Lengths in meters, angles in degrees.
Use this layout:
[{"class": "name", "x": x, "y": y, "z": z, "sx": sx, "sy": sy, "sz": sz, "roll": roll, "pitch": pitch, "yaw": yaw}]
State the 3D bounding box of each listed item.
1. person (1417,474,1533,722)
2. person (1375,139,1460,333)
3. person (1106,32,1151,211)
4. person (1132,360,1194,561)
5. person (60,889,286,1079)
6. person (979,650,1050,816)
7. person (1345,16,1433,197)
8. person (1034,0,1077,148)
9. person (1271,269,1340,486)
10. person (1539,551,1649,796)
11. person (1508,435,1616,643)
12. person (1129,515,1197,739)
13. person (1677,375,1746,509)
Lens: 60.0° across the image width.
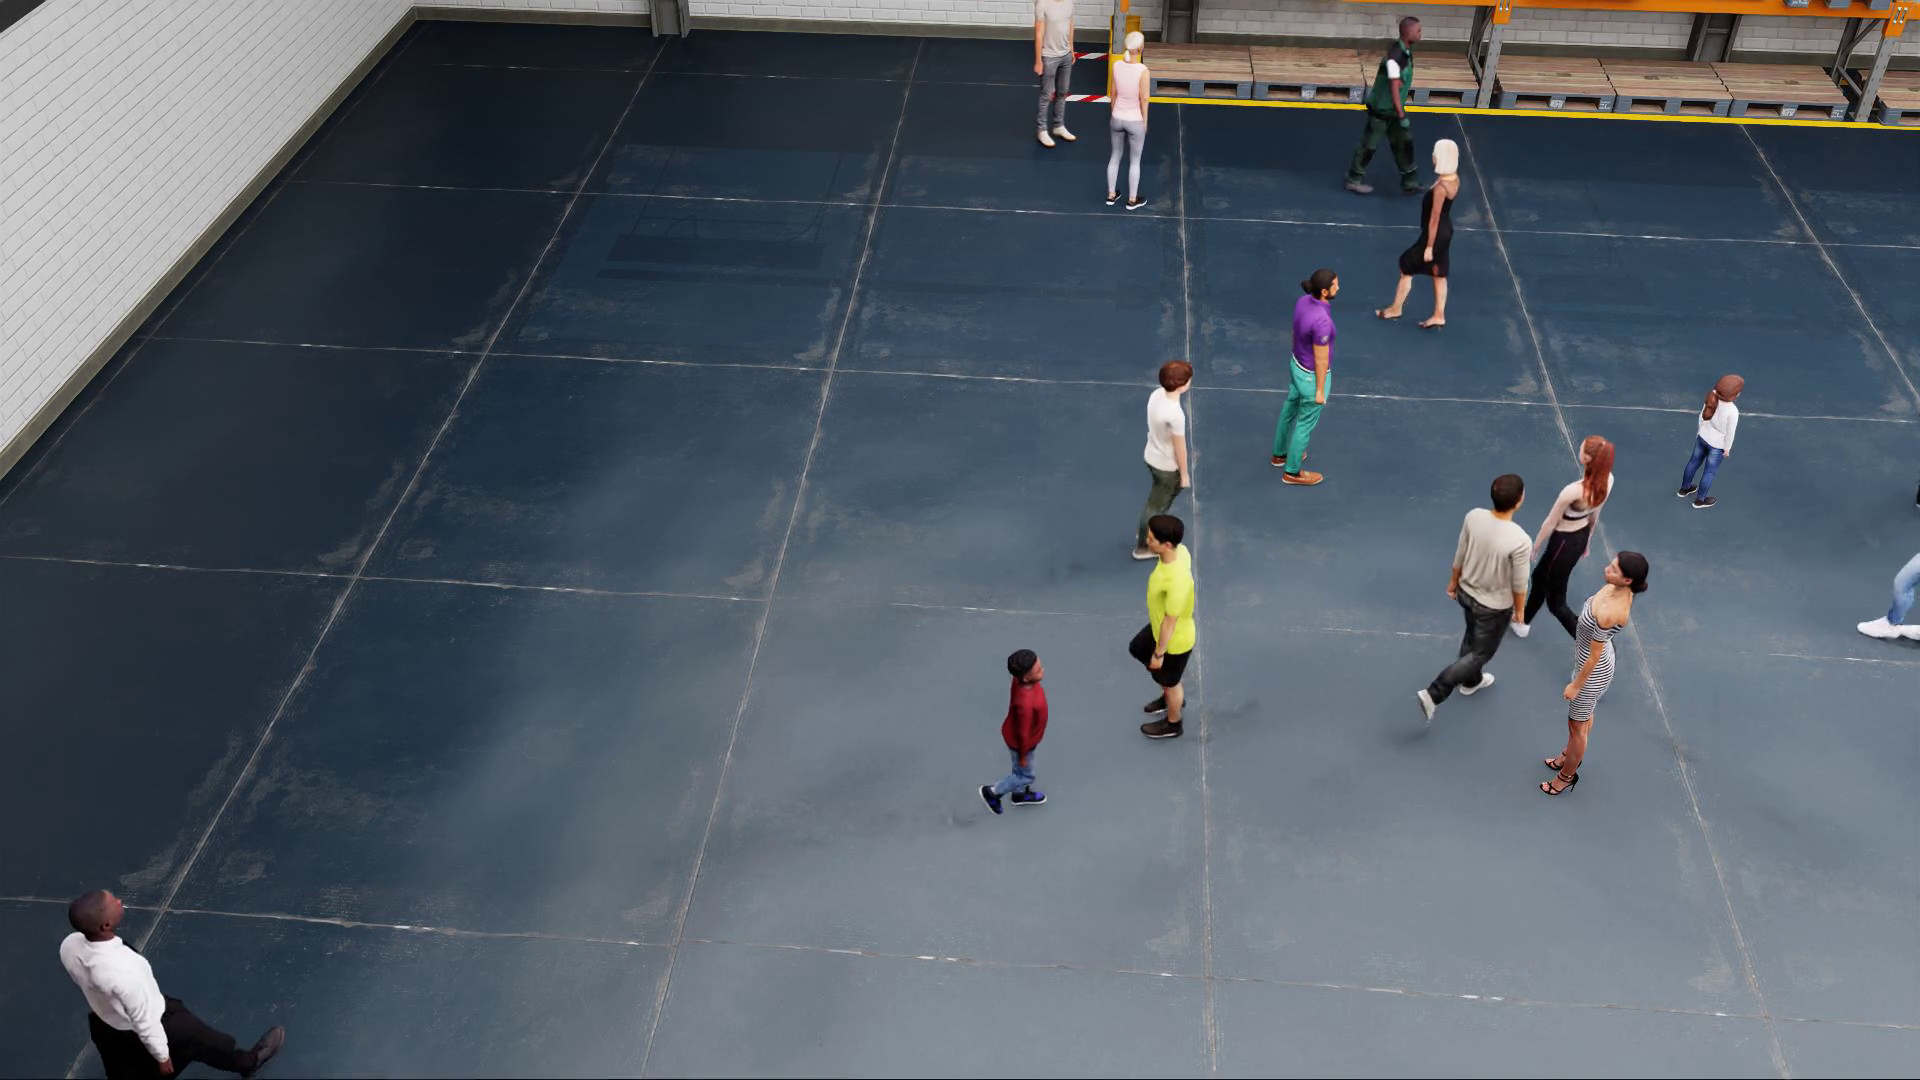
[{"class": "person", "x": 3.209, "y": 0.390, "z": 10.325, "sx": 1.131, "sy": 1.794, "sz": 1.021, "roll": -23, "pitch": 44, "yaw": -26}, {"class": "person", "x": 4.076, "y": -2.511, "z": 14.017, "sx": 0.962, "sy": 1.719, "sz": 0.851, "roll": 22, "pitch": 44, "yaw": 26}, {"class": "person", "x": 1.604, "y": -4.010, "z": 15.889, "sx": 0.583, "sy": 1.725, "sz": 0.692, "roll": 21, "pitch": 43, "yaw": 25}, {"class": "person", "x": 1.343, "y": -0.522, "z": 11.587, "sx": 0.711, "sy": 1.642, "sz": 0.661, "roll": -10, "pitch": 40, "yaw": -12}, {"class": "person", "x": -3.935, "y": 2.384, "z": 7.826, "sx": 1.234, "sy": 1.795, "sz": 1.008, "roll": 16, "pitch": 41, "yaw": 19}, {"class": "person", "x": 0.311, "y": 1.148, "z": 9.812, "sx": 0.644, "sy": 1.249, "sz": 0.538, "roll": -3, "pitch": 39, "yaw": -3}, {"class": "person", "x": 4.017, "y": -4.151, "z": 16.006, "sx": 1.206, "sy": 1.799, "sz": 0.987, "roll": 21, "pitch": 43, "yaw": 24}, {"class": "person", "x": 0.954, "y": -4.959, "z": 16.949, "sx": 0.755, "sy": 1.886, "sz": 0.812, "roll": -28, "pitch": 46, "yaw": -30}, {"class": "person", "x": 2.580, "y": -1.235, "z": 12.380, "sx": 0.646, "sy": 1.767, "sz": 0.694, "roll": -8, "pitch": 39, "yaw": -10}, {"class": "person", "x": 3.732, "y": 0.783, "z": 9.811, "sx": 0.636, "sy": 1.821, "sz": 0.658, "roll": 17, "pitch": 42, "yaw": 20}, {"class": "person", "x": 3.965, "y": 0.121, "z": 10.721, "sx": 1.107, "sy": 1.719, "sz": 1.100, "roll": -22, "pitch": 44, "yaw": -26}, {"class": "person", "x": 1.374, "y": 0.538, "z": 10.221, "sx": 0.663, "sy": 1.691, "sz": 0.708, "roll": -5, "pitch": 39, "yaw": -6}, {"class": "person", "x": 5.575, "y": -0.757, "z": 12.308, "sx": 0.579, "sy": 1.110, "sz": 0.532, "roll": -17, "pitch": 42, "yaw": -20}]
